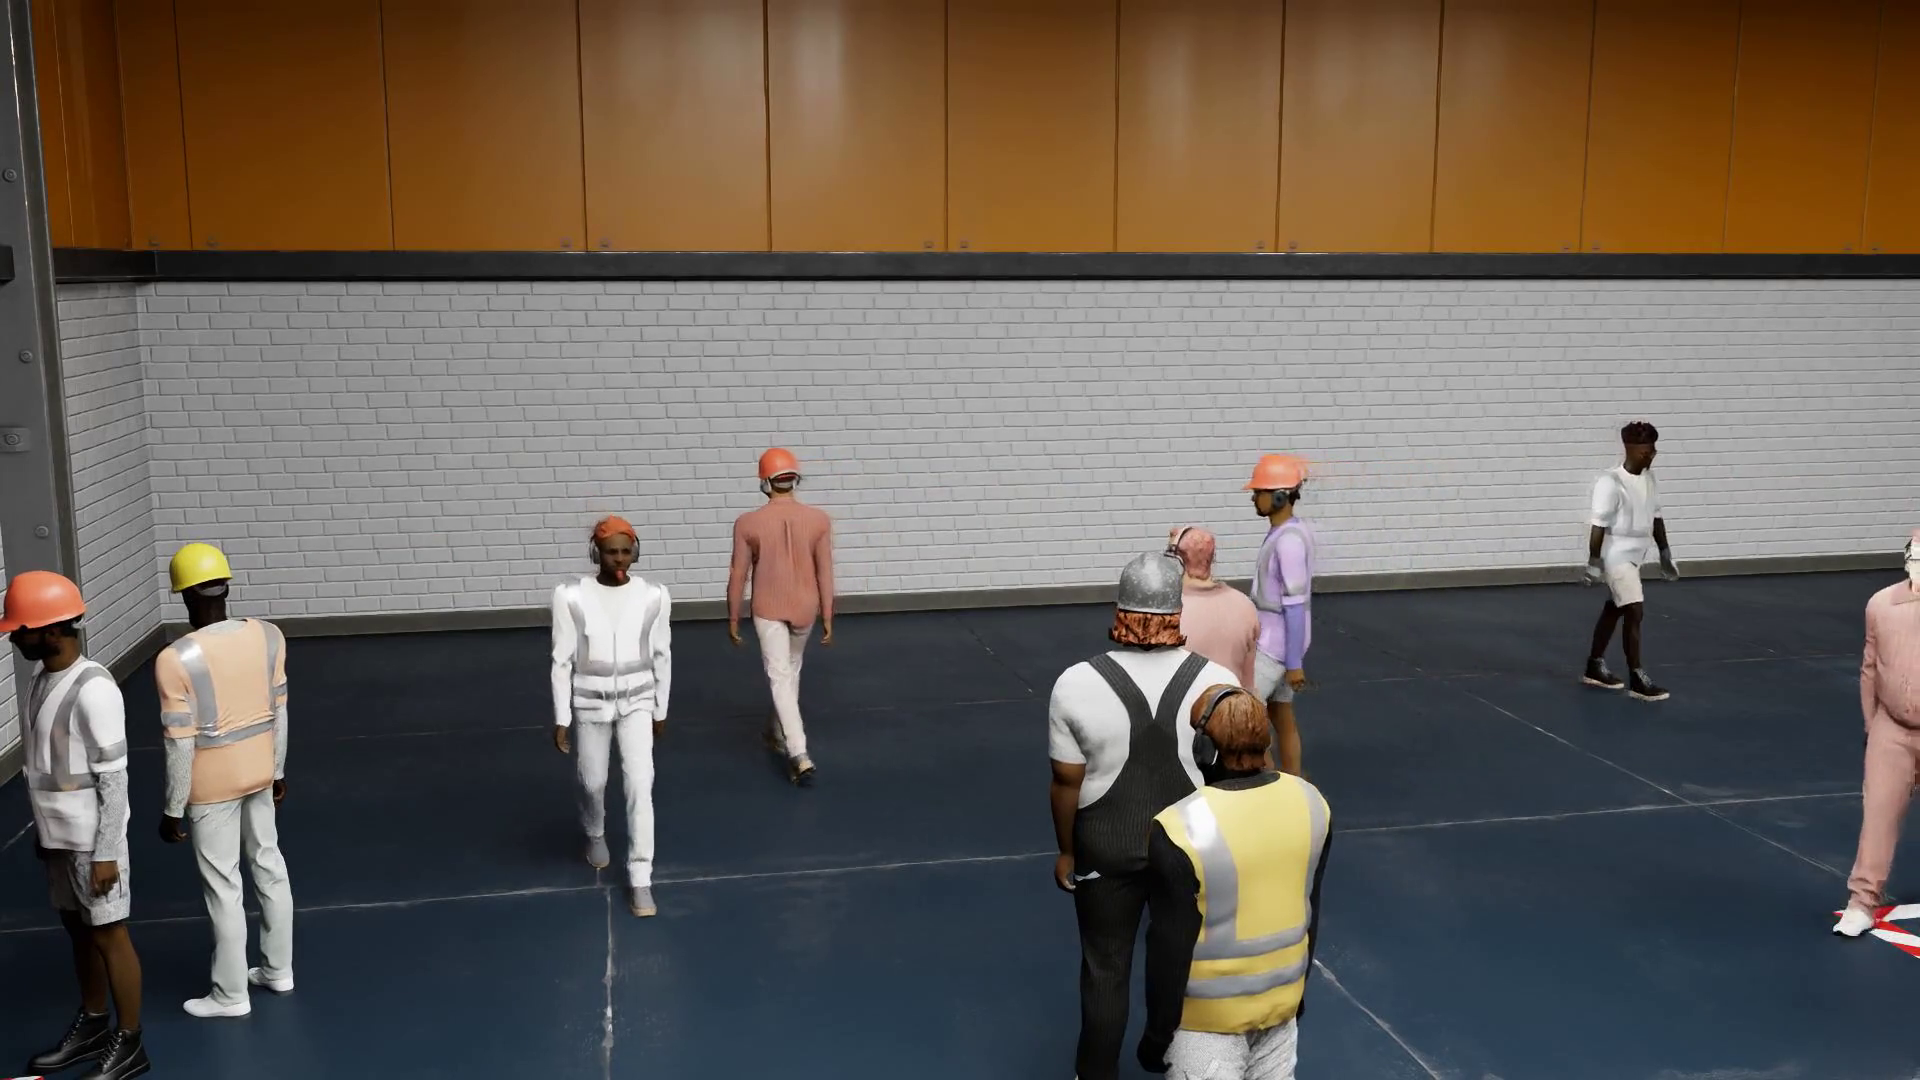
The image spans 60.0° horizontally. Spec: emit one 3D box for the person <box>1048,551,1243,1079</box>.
[{"bbox_3d":[0.641,1.039,5.846,0.682,2.000,0.537,0,9,-1],"label":"person"}]

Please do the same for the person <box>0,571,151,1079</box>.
[{"bbox_3d":[-3.232,1.059,6.054,0.543,1.932,0.376,8,12,40],"label":"person"}]

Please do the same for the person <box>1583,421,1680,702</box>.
[{"bbox_3d":[4.758,0.139,11.631,0.636,1.928,0.854,-8,12,-39],"label":"person"}]

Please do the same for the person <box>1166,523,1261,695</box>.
[{"bbox_3d":[1.010,0.863,7.364,0.666,1.893,0.661,-5,10,-26],"label":"person"}]

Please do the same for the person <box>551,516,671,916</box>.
[{"bbox_3d":[-1.670,0.788,7.986,0.576,1.849,0.923,-3,10,-16],"label":"person"}]

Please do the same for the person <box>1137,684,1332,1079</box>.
[{"bbox_3d":[0.756,1.317,4.757,0.624,1.845,0.430,-6,11,-32],"label":"person"}]

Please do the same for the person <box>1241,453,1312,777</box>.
[{"bbox_3d":[1.650,0.546,8.899,0.534,2.024,0.618,2,10,15],"label":"person"}]

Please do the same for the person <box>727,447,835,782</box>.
[{"bbox_3d":[-1.052,0.425,9.906,0.620,1.947,1.055,-4,10,-23],"label":"person"}]

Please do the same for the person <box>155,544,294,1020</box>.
[{"bbox_3d":[-2.955,0.965,6.672,0.381,1.917,0.584,4,10,25],"label":"person"}]

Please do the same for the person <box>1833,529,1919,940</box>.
[{"bbox_3d":[4.390,0.853,7.547,0.985,1.859,0.638,-9,13,-43],"label":"person"}]
